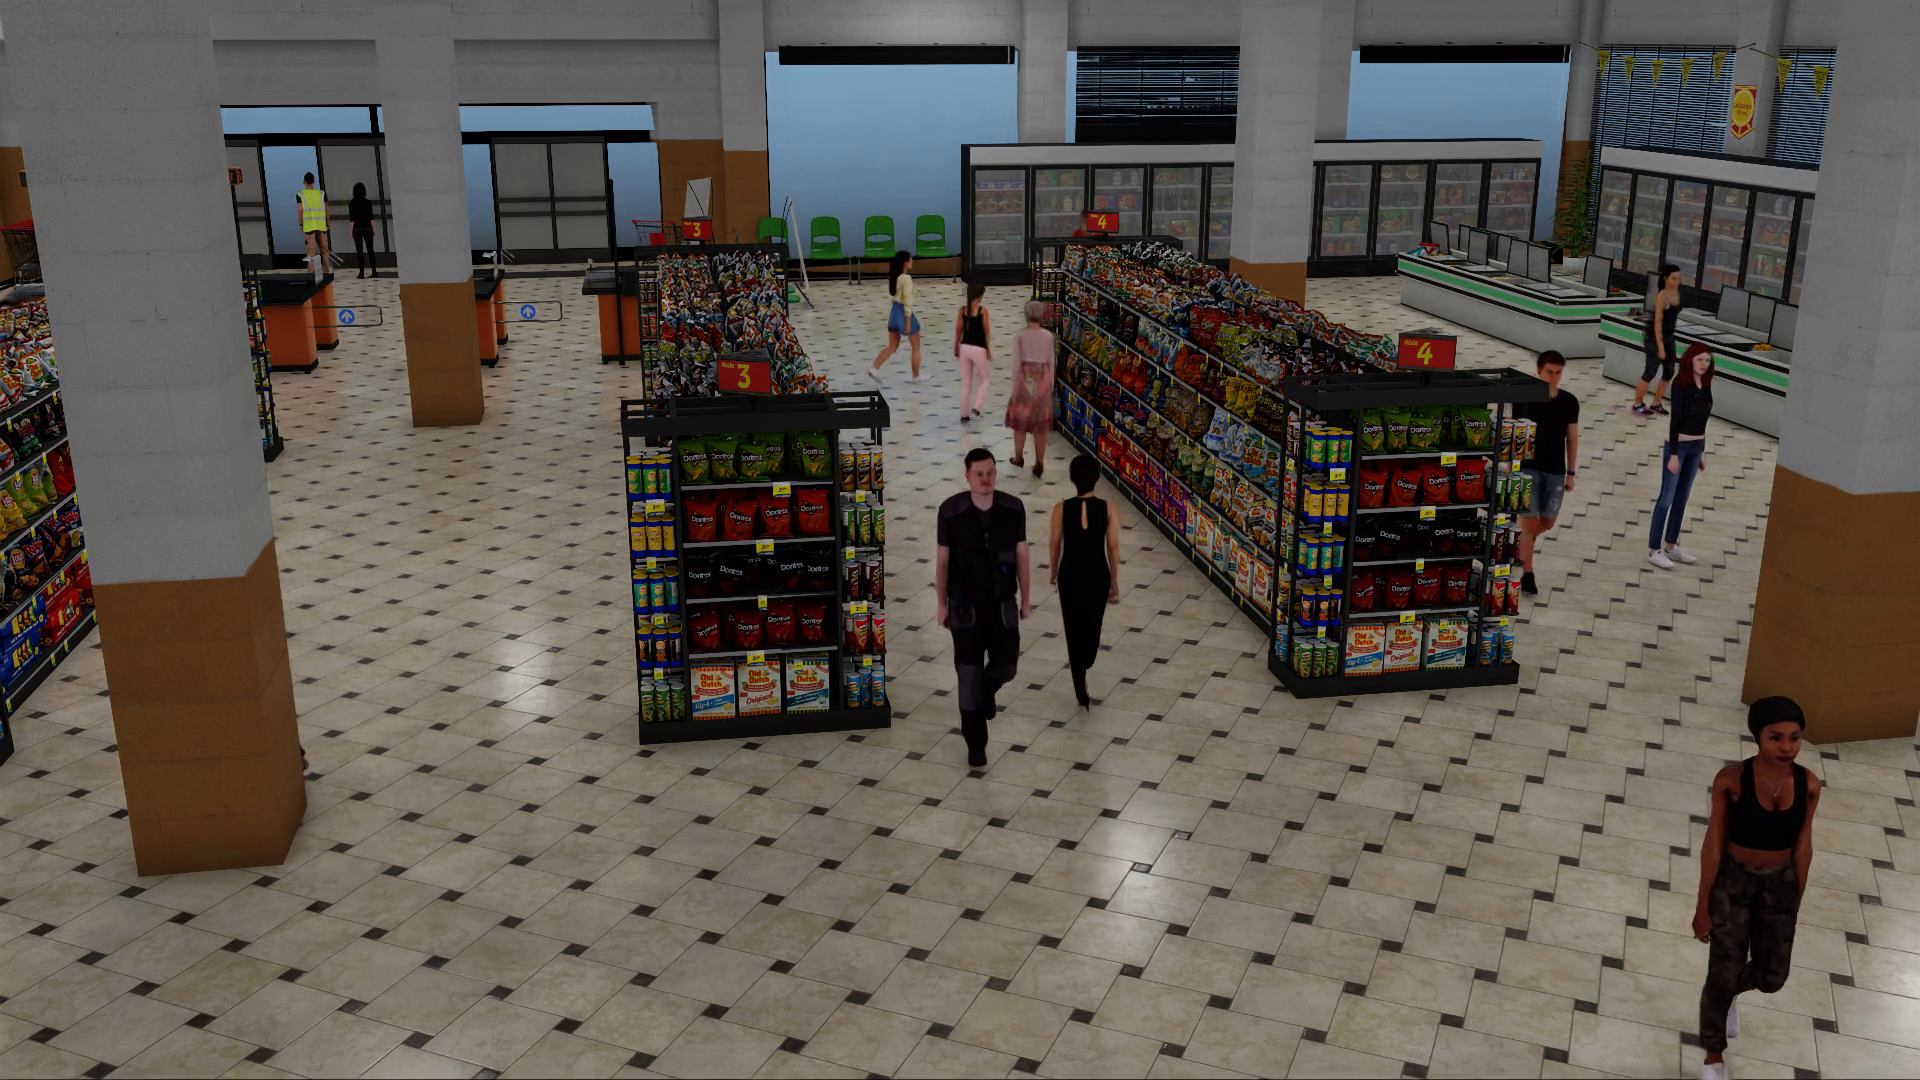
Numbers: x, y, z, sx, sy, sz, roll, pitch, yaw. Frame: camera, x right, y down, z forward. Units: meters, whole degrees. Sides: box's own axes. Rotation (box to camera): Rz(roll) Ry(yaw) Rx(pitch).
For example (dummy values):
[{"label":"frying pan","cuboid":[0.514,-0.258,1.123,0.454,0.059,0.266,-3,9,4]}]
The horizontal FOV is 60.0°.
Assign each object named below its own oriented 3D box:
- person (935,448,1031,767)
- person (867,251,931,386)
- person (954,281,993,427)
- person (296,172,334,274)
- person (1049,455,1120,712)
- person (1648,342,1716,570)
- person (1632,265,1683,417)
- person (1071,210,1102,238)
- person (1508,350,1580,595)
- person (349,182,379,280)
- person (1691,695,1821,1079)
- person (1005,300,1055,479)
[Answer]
[{"label":"person","cuboid":[0.114,0.354,9.685,0.705,1.829,0.940,-3,17,-9]},{"label":"person","cuboid":[-0.765,-2.621,19.870,0.988,1.604,1.113,-12,20,-33]},{"label":"person","cuboid":[0.141,-1.991,17.890,0.730,1.550,0.758,5,18,16]},{"label":"person","cuboid":[-11.080,-5.375,28.522,0.843,1.846,0.881,-14,22,-39]},{"label":"person","cuboid":[0.766,0.306,10.321,0.650,1.551,1.061,-1,17,-3]},{"label":"person","cuboid":[5.718,-0.678,13.153,0.641,1.789,0.639,-9,19,-28]},{"label":"person","cuboid":[7.630,-2.176,18.261,0.817,1.688,0.748,15,22,40]},{"label":"person","cuboid":[1.800,-3.810,23.697,0.641,1.656,1.081,-2,17,-8]},{"label":"person","cuboid":[4.378,-0.537,12.627,0.871,1.825,1.136,3,17,9]},{"label":"person","cuboid":[-10.374,-5.379,28.889,0.639,1.640,0.618,-10,20,-30]},{"label":"person","cuboid":[3.085,1.373,6.574,0.714,1.688,0.880,2,17,7]},{"label":"person","cuboid":[0.716,-1.404,15.749,0.627,1.671,0.839,-4,17,-13]}]
